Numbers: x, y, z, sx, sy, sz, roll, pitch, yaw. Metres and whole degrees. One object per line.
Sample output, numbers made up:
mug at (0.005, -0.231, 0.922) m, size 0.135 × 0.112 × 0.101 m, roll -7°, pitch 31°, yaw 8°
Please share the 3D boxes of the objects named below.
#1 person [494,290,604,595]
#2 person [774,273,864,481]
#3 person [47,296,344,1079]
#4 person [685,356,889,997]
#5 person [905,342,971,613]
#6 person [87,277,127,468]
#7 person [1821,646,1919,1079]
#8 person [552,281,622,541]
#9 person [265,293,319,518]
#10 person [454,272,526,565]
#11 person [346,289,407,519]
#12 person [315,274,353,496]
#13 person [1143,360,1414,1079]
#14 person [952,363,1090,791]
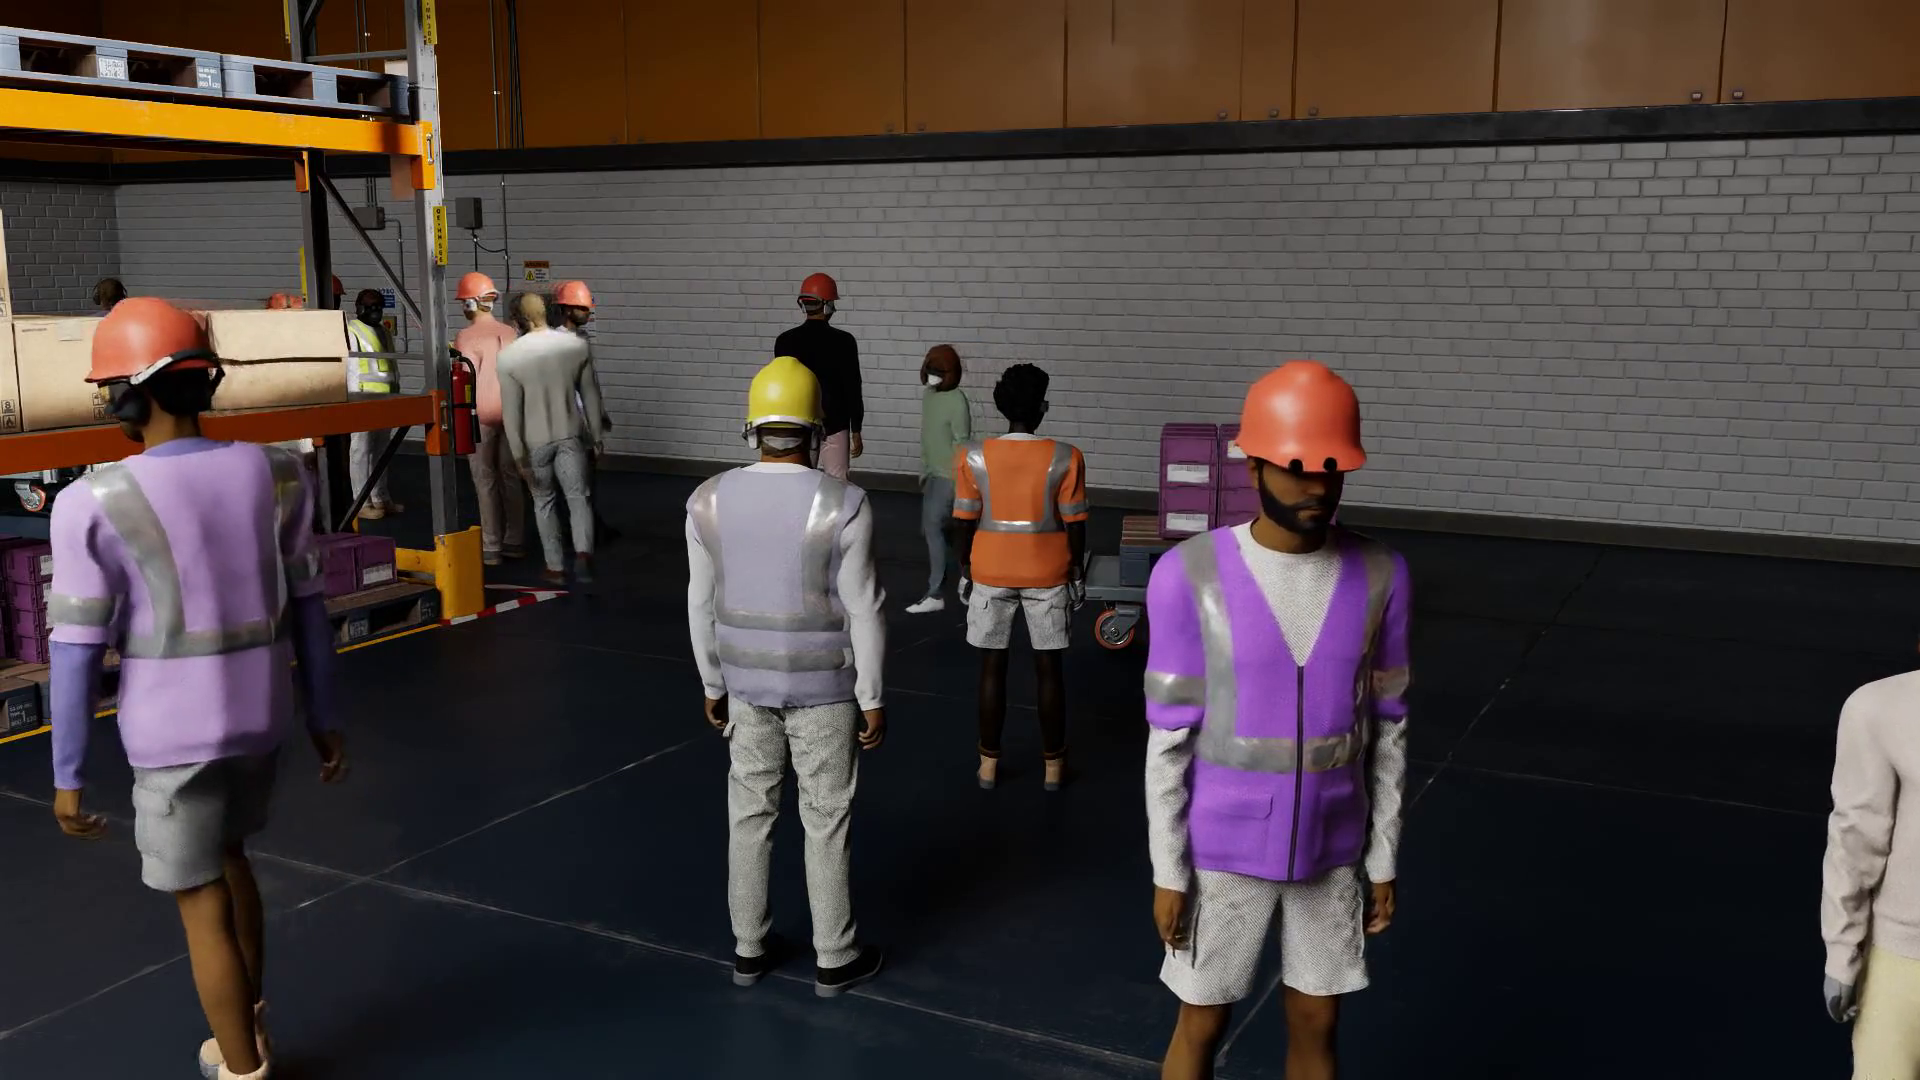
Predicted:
person at (-2.529, -0.607, 10.383) m, size 0.685 × 1.907 × 0.902 m, roll -5°, pitch 11°, yaw -25°
person at (-0.908, -0.733, 10.850) m, size 0.611 × 1.995 × 0.375 m, roll 4°, pitch 10°, yaw 20°
person at (-1.864, 0.439, 3.985) m, size 0.663 × 2.018 × 0.653 m, roll 7°, pitch 12°, yaw 33°
person at (-0.474, 0.395, 4.772) m, size 0.600 × 1.836 × 0.404 m, roll 4°, pitch 10°, yaw 20°
person at (-0.042, -0.371, 9.856) m, size 0.556 × 1.607 × 0.513 m, roll -4°, pitch 11°, yaw -22°
person at (-6.585, -1.082, 13.032) m, size 0.627 × 1.940 × 0.377 m, roll -5°, pitch 11°, yaw -28°
person at (1.869, 0.794, 3.093) m, size 0.499 × 1.623 × 0.288 m, roll 3°, pitch 10°, yaw 19°
person at (-2.780, -0.949, 12.331) m, size 0.793 × 1.905 × 0.551 m, roll 2°, pitch 10°, yaw 9°
person at (-4.214, -0.620, 10.534) m, size 0.490 × 1.881 × 0.586 m, roll -5°, pitch 11°, yaw -25°
person at (-3.252, -0.828, 11.408) m, size 0.401 × 1.989 × 0.623 m, roll 4°, pitch 11°, yaw 22°
person at (-4.740, -1.101, 13.443) m, size 0.430 × 1.838 × 0.624 m, roll 2°, pitch 10°, yaw 13°
person at (-5.486, -1.348, 14.576) m, size 0.543 × 1.939 × 0.360 m, roll 3°, pitch 10°, yaw 18°
person at (0.631, 0.607, 3.301) m, size 0.548 × 1.926 × 0.411 m, roll -1°, pitch 10°, yaw -7°
person at (0.244, 0.154, 6.591) m, size 0.540 × 1.690 × 0.317 m, roll 1°, pitch 10°, yaw 8°
